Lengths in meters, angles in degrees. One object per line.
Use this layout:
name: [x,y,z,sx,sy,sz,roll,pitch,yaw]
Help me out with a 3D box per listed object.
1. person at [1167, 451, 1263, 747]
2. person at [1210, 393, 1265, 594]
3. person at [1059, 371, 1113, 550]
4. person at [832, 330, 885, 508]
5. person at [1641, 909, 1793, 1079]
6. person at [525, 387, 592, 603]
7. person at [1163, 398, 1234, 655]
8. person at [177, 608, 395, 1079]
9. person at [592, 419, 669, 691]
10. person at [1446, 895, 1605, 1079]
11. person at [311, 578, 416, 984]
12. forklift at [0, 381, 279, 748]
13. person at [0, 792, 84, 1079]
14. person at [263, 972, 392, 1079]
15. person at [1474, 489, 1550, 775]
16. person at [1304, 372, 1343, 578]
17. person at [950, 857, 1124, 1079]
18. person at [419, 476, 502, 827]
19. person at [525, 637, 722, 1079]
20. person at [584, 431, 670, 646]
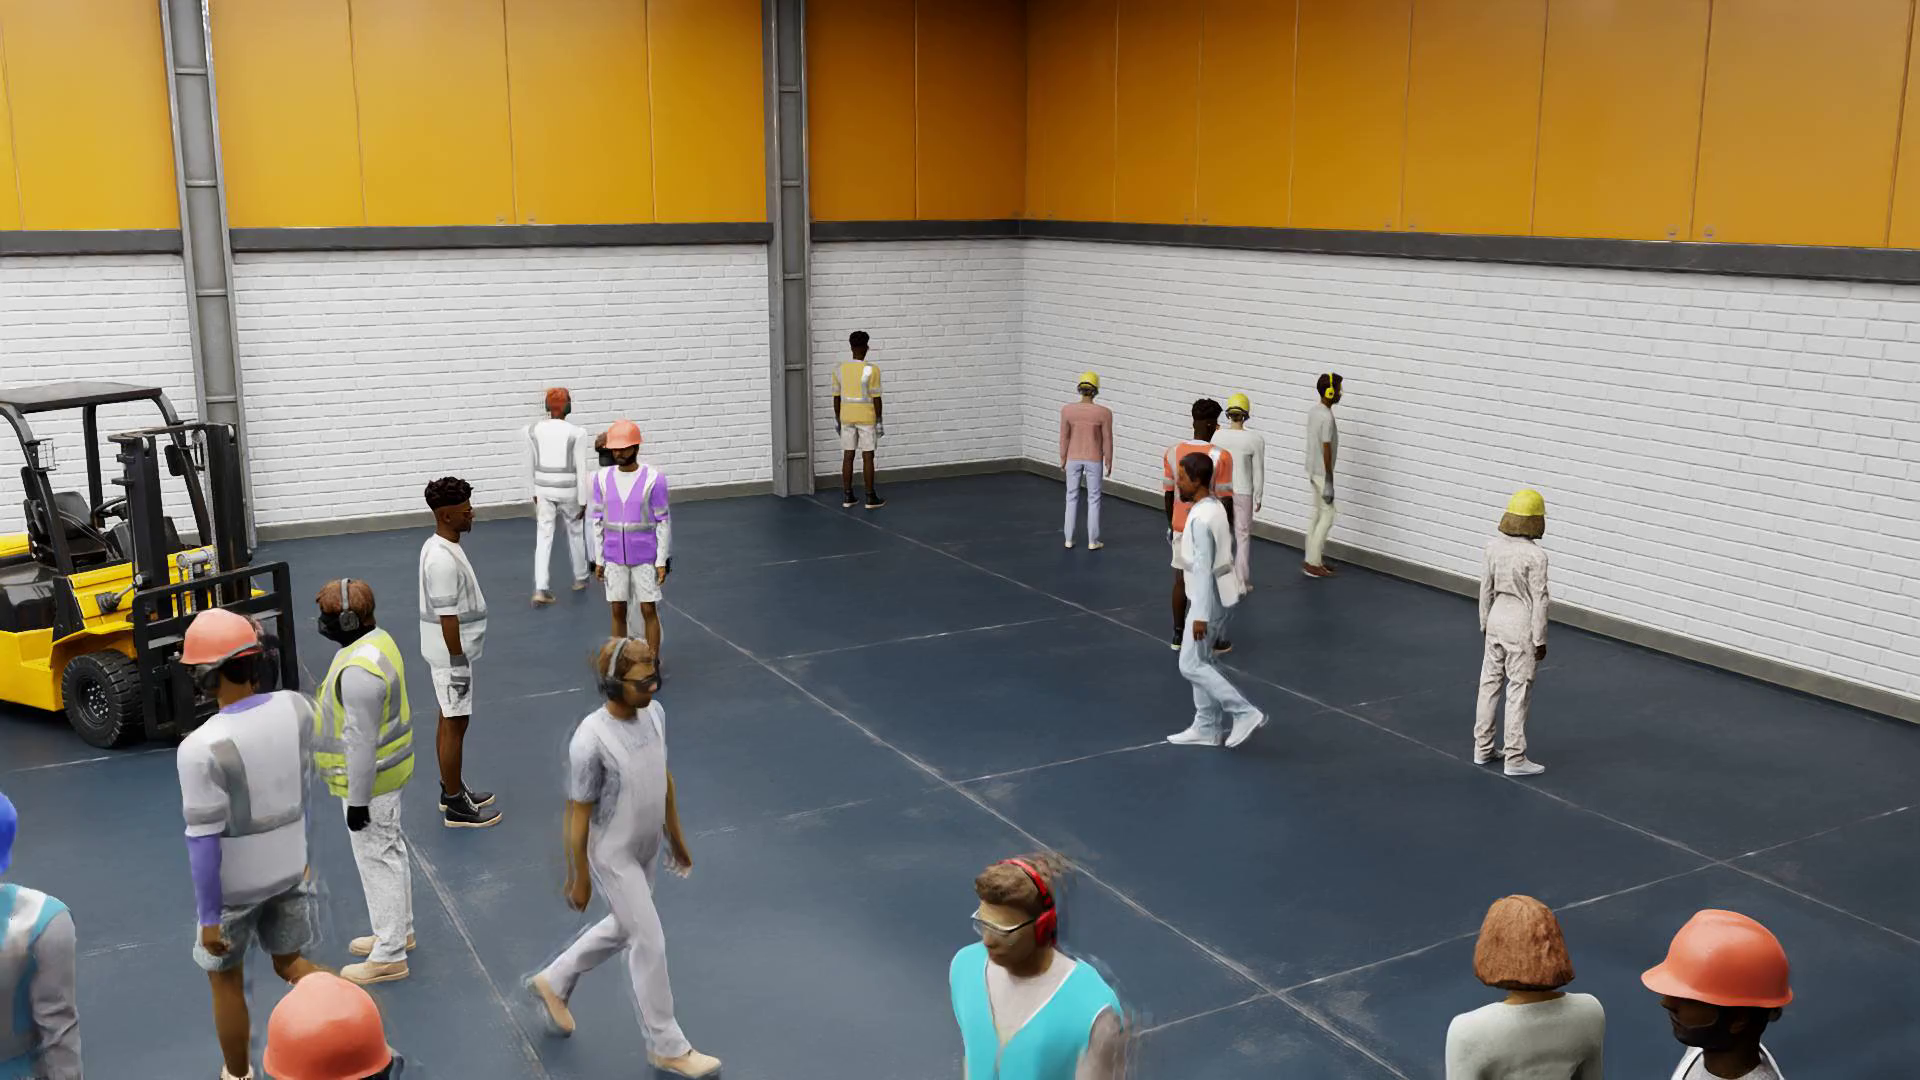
person: [1.592,0.397,10.405,0.529,1.907,0.631,3,12,12]
person: [2.399,-0.407,14.539,0.518,1.756,0.345,4,13,19]
person: [1.233,-0.773,16.261,0.532,1.758,0.344,3,13,16]
person: [-1.114,-1.331,18.376,0.602,1.967,0.370,6,13,25]
person: [1.715,1.778,3.872,0.361,1.938,0.545,2,12,7]
person: [-3.461,-0.402,14.326,0.575,1.844,0.978,1,12,2]
person: [1.828,-0.103,12.637,0.604,1.959,0.377,10,15,38]
person: [-2.567,1.246,6.198,0.788,2.015,0.607,6,13,25]
person: [-2.313,0.113,11.675,0.545,1.938,0.362,1,12,6]
person: [1.539,1.774,4.631,0.502,1.627,0.272,-4,13,-17]
person: [-2.669,1.068,7.463,0.431,1.836,0.619,-3,13,-16]
forklift: [-5.853,0.085,11.199,2.313,2.155,1.214,7,14,28]
person: [-2.829,1.606,4.763,0.665,1.910,0.399,-1,12,-2]
person: [-1.289,1.843,3.566,0.354,1.939,0.544,11,16,41]
person: [3.375,0.550,10.090,0.315,1.741,0.494,-6,14,-27]
person: [3.315,-0.602,15.199,0.325,1.870,0.536,-1,12,-6]
person: [0.231,1.699,4.544,0.577,1.810,0.826,10,16,39]
person: [-2.811,0.613,9.264,0.366,1.967,0.603,-4,13,-19]
person: [-1.397,1.247,6.673,0.879,1.822,0.523,5,13,21]
person: [-2.423,0.104,11.993,0.647,1.818,0.522,6,13,25]
